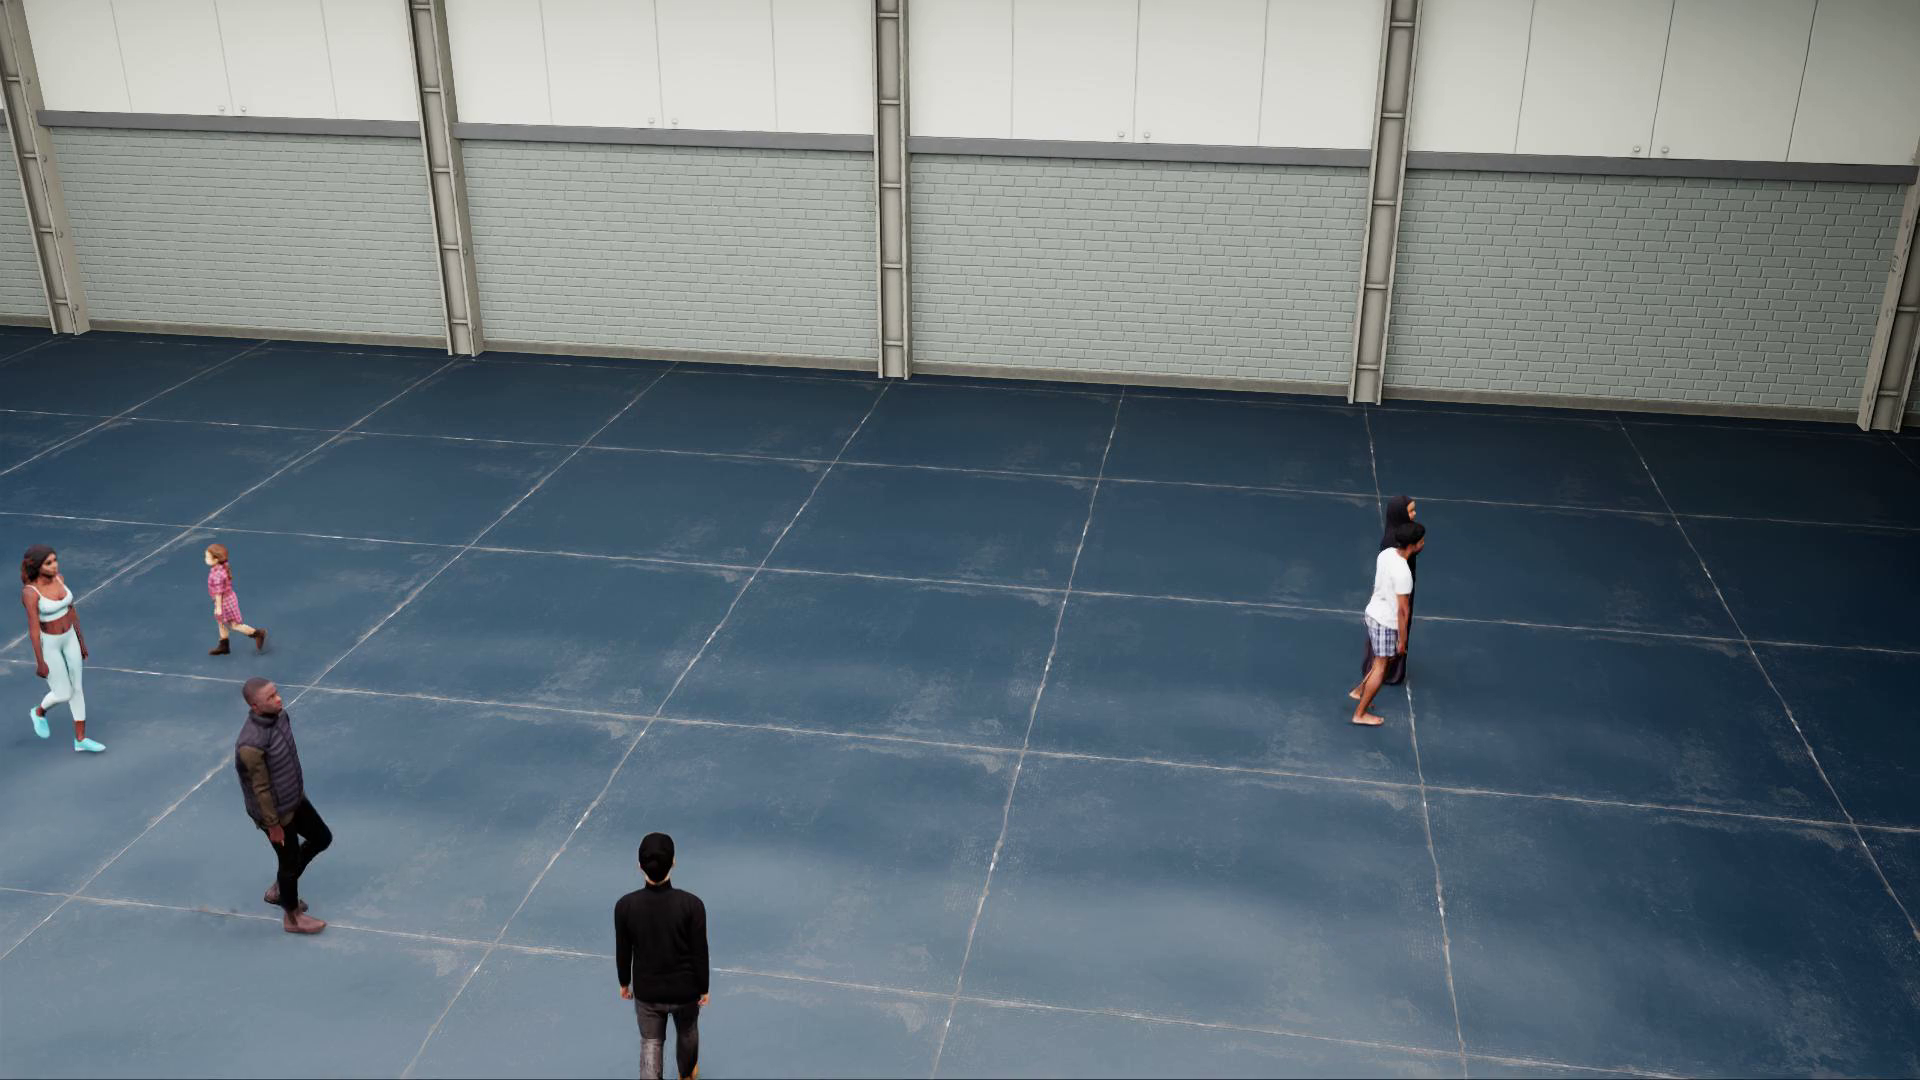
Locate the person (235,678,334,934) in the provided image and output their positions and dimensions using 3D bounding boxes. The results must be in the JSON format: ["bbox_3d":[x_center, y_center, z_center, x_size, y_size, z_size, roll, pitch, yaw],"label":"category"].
[{"bbox_3d":[-4.341,1.671,10.447,0.742,1.825,0.760,1,23,1],"label":"person"}]

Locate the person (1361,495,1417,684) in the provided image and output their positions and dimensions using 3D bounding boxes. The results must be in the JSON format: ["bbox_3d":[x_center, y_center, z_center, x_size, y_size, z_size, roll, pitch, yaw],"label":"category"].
[{"bbox_3d":[3.583,0.381,13.748,0.659,1.615,0.660,10,25,21],"label":"person"}]

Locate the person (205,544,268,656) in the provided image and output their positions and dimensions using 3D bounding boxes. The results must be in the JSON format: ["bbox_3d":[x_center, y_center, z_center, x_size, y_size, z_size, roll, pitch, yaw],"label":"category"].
[{"bbox_3d":[-6.230,0.522,14.192,0.765,1.008,0.616,-7,24,-16],"label":"person"}]

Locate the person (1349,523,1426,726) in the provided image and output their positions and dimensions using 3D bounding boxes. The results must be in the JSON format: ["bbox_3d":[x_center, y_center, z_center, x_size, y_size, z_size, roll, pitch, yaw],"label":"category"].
[{"bbox_3d":[3.283,0.660,12.990,0.739,1.695,0.744,-1,23,-3],"label":"person"}]

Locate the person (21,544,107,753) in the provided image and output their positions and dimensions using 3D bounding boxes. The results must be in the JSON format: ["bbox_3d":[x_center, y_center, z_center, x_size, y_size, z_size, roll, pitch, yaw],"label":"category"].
[{"bbox_3d":[-6.881,0.826,12.573,0.842,1.716,0.626,7,24,15],"label":"person"}]

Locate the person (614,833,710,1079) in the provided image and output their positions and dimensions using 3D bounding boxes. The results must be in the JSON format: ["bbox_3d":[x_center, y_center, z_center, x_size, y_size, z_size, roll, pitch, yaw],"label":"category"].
[{"bbox_3d":[-1.576,2.402,8.887,0.995,1.701,0.855,-1,23,-3],"label":"person"}]
